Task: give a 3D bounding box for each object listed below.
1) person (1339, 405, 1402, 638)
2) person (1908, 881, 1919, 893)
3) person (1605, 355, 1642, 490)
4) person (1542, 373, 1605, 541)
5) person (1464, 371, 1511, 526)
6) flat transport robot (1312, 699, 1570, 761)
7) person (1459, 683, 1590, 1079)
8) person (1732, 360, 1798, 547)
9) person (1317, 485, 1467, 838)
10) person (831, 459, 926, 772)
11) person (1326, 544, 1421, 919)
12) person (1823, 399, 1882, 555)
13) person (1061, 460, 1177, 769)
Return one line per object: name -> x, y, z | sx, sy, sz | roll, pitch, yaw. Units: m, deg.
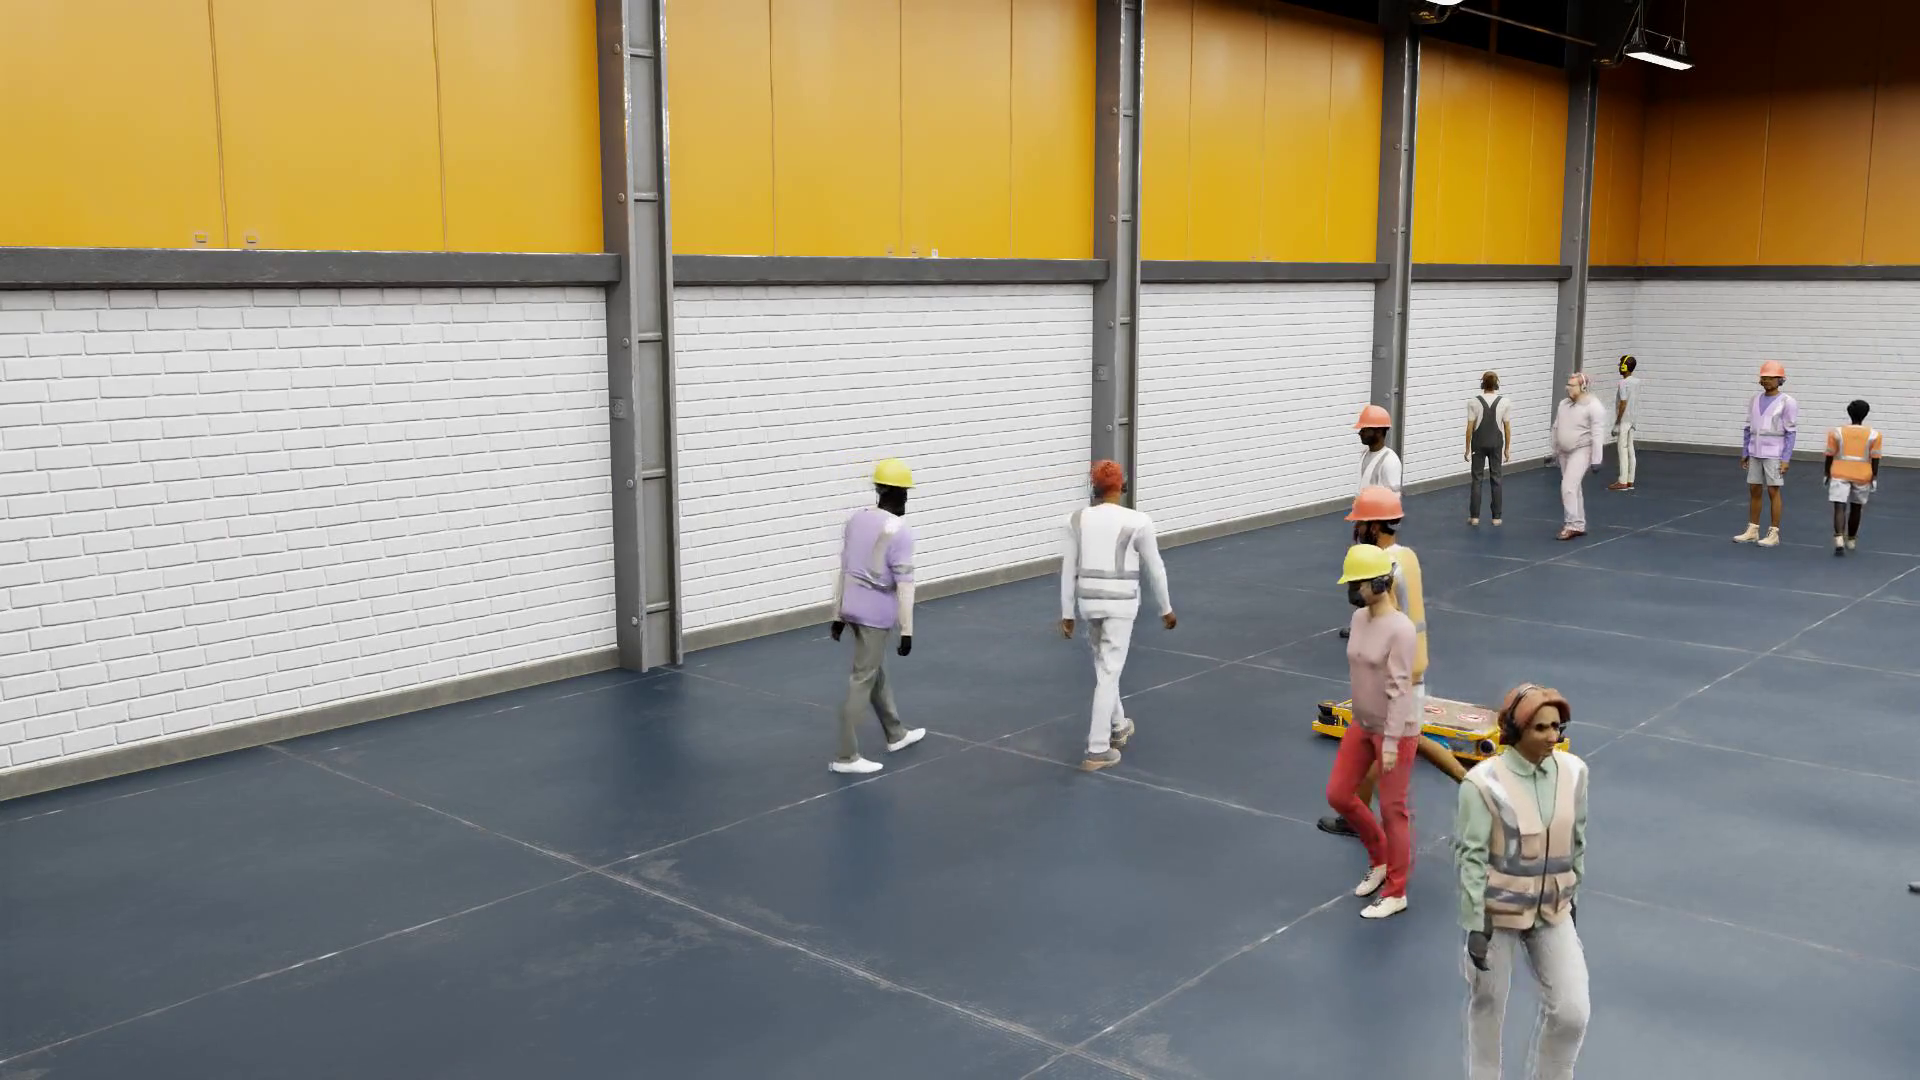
person -> 3.324, -0.116, 13.405 | 0.374, 1.939, 0.545 | -2, 9, -12
person -> 4.819, 0.832, 7.741 | 0.396, 1.847, 0.565 | -1, 9, -6
person -> 9.220, -1.624, 23.084 | 0.520, 1.873, 0.328 | -8, 12, -41
person -> 6.877, -0.939, 18.763 | 0.688, 1.885, 0.657 | -3, 9, -15
person -> 6.269, -1.085, 19.780 | 0.509, 1.844, 0.329 | 2, 9, 13
flat transport robot -> 3.022, 1.178, 10.503 | 1.431, 0.197, 0.652 | 8, 12, 40
person -> 1.913, 1.286, 5.579 | 0.534, 1.616, 0.552 | -3, 9, -16
person -> 8.862, -0.950, 18.296 | 0.357, 2.047, 0.614 | -4, 10, -24
person -> 2.363, 0.666, 8.635 | 0.882, 1.904, 0.560 | 6, 11, 32
person -> -0.475, 0.452, 10.102 | 0.822, 1.869, 0.612 | -7, 11, -36
person -> 1.928, 0.890, 7.705 | 0.377, 1.744, 0.551 | -4, 10, -22
person -> 9.532, -0.676, 17.786 | 0.533, 1.660, 0.831 | 4, 10, 26
person -> 0.985, 0.430, 10.233 | 0.605, 1.846, 0.887 | 6, 11, 35
